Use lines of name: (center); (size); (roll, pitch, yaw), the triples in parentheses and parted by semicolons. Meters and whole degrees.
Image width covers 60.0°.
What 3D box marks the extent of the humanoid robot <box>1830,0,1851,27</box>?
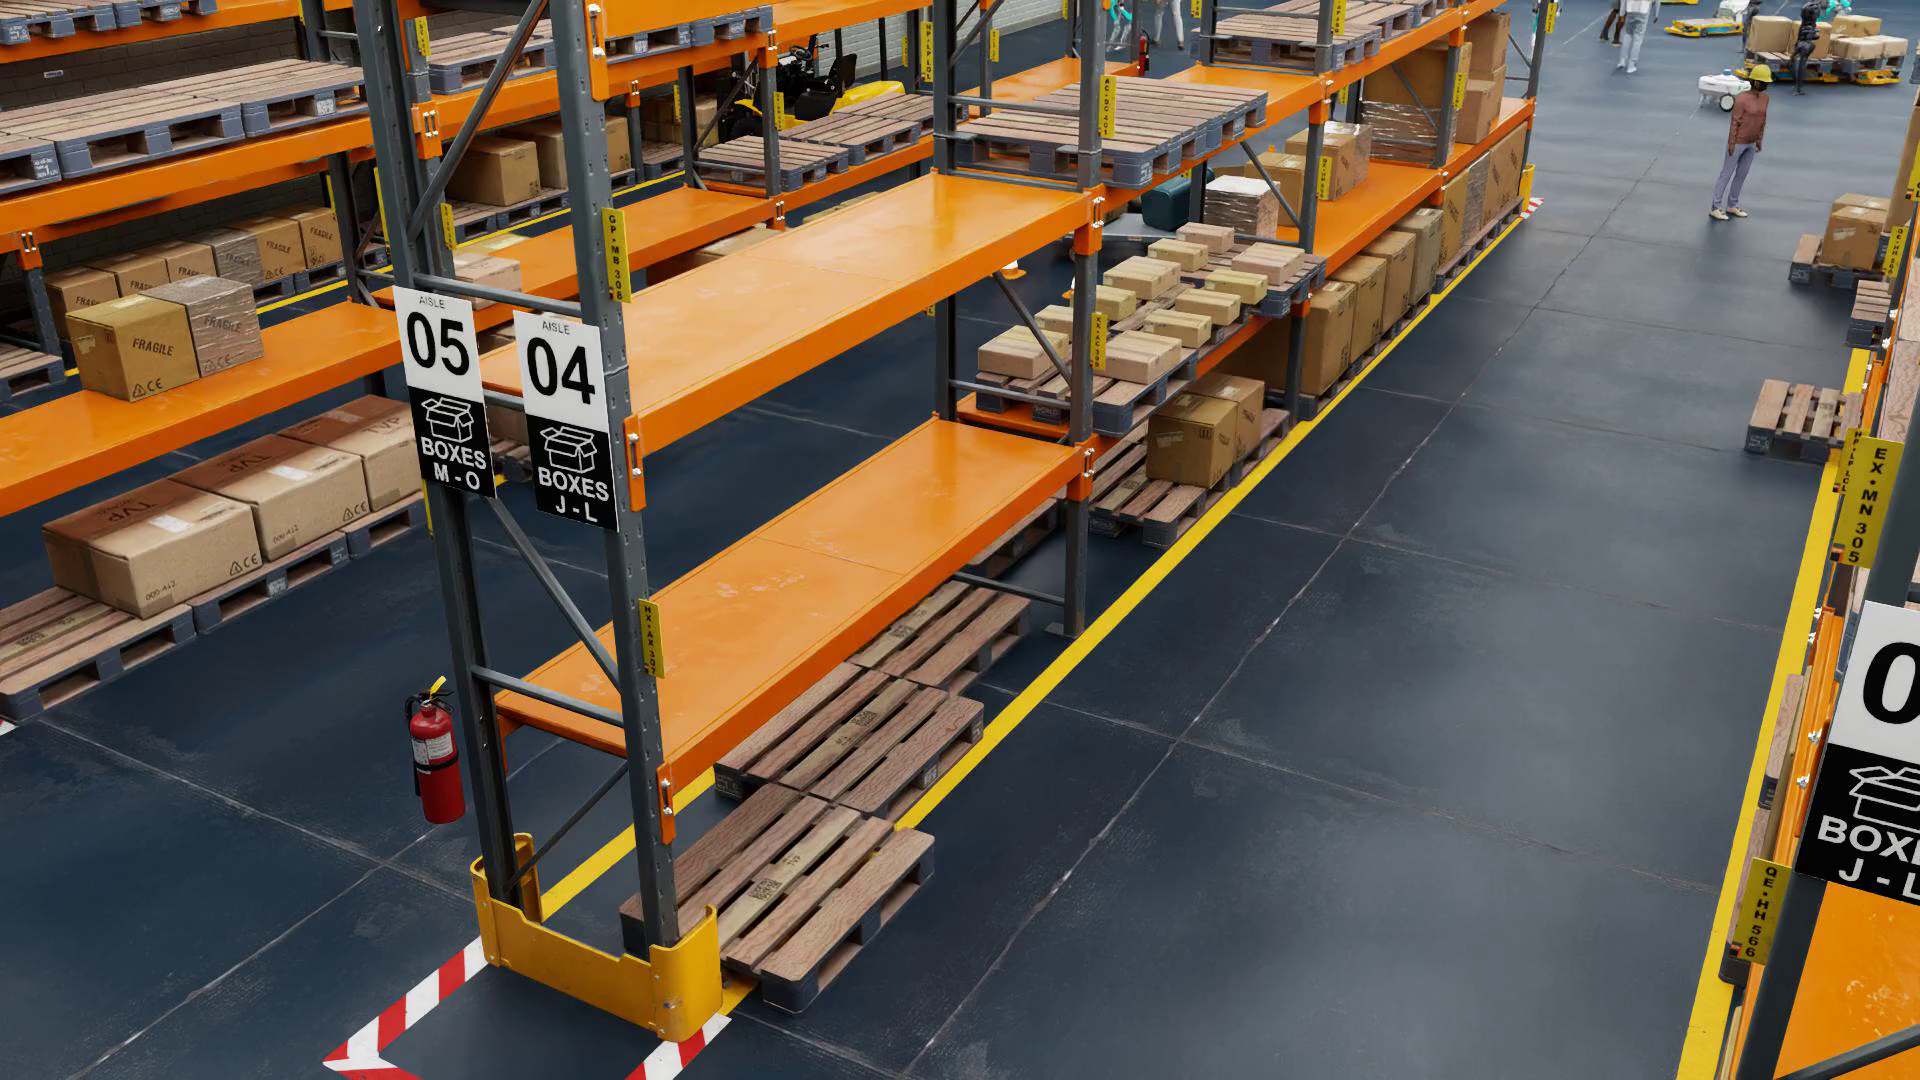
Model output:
humanoid robot: (16.418, -10.278, 31.084); (0.775, 1.826, 0.546); (6, 26, 13)

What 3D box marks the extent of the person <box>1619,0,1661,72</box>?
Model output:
person: (11.375, -8.824, 27.802); (0.596, 1.901, 0.665); (16, 30, 30)

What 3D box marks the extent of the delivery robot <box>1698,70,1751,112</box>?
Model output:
delivery robot: (11.563, -6.792, 25.126); (0.505, 0.595, 0.766); (-18, 31, -32)

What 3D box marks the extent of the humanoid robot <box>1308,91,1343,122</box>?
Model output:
humanoid robot: (5.330, -6.900, 24.057); (0.569, 1.639, 0.596); (5, 26, 10)

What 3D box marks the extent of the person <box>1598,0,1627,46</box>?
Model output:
person: (11.969, -9.922, 30.050); (0.417, 1.933, 0.669); (-13, 29, -26)

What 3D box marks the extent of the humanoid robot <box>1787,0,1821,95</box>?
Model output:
humanoid robot: (13.161, -7.775, 25.878); (0.332, 1.650, 0.609); (4, 26, 8)

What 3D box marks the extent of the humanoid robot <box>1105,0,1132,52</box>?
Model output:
humanoid robot: (2.853, -9.520, 29.447); (0.711, 1.819, 0.546); (-19, 31, -34)

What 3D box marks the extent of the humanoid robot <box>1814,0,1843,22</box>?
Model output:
humanoid robot: (15.281, -9.543, 29.552); (0.541, 1.780, 1.031); (-14, 29, -26)

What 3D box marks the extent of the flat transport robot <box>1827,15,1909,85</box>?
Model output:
flat transport robot: (14.595, -7.696, 27.333); (0.659, 0.231, 1.431); (-11, 28, -22)

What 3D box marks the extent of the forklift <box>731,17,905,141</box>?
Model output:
forklift: (-1.819, -5.975, 21.543); (2.313, 2.155, 1.214); (14, 29, 26)

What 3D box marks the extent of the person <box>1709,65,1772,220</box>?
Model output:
person: (9.032, -4.568, 19.121); (0.518, 1.758, 0.341); (-12, 28, -24)

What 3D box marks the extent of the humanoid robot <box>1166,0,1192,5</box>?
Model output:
humanoid robot: (4.567, -11.769, 34.145); (0.984, 1.742, 0.543); (-3, 26, -6)

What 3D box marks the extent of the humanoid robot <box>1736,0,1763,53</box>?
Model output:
humanoid robot: (14.081, -9.517, 29.517); (0.400, 1.629, 0.612); (9, 27, 18)

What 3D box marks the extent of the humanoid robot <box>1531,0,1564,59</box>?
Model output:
humanoid robot: (10.110, -9.207, 28.821); (0.530, 1.797, 0.811); (-1, 26, -2)

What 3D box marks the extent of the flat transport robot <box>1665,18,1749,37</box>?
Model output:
flat transport robot: (14.188, -9.714, 31.527); (1.431, 0.231, 0.659); (-7, 26, -14)

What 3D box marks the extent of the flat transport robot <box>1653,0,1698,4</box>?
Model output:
flat transport robot: (14.803, -11.500, 35.239); (1.431, 0.231, 0.659); (0, 26, 1)

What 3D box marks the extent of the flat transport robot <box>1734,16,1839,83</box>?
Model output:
flat transport robot: (13.558, -7.678, 27.296); (1.431, 0.231, 0.659); (2, 26, 5)

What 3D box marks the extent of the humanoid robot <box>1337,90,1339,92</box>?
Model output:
humanoid robot: (5.960, -7.924, 26.199); (0.597, 1.638, 0.432); (10, 27, 20)

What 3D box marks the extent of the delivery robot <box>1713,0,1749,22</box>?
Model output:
delivery robot: (15.226, -10.413, 32.655); (0.779, 0.598, 0.499); (-16, 30, -29)

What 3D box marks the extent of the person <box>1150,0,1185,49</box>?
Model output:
person: (3.784, -9.805, 29.869); (0.657, 1.892, 0.919); (-9, 27, -18)
